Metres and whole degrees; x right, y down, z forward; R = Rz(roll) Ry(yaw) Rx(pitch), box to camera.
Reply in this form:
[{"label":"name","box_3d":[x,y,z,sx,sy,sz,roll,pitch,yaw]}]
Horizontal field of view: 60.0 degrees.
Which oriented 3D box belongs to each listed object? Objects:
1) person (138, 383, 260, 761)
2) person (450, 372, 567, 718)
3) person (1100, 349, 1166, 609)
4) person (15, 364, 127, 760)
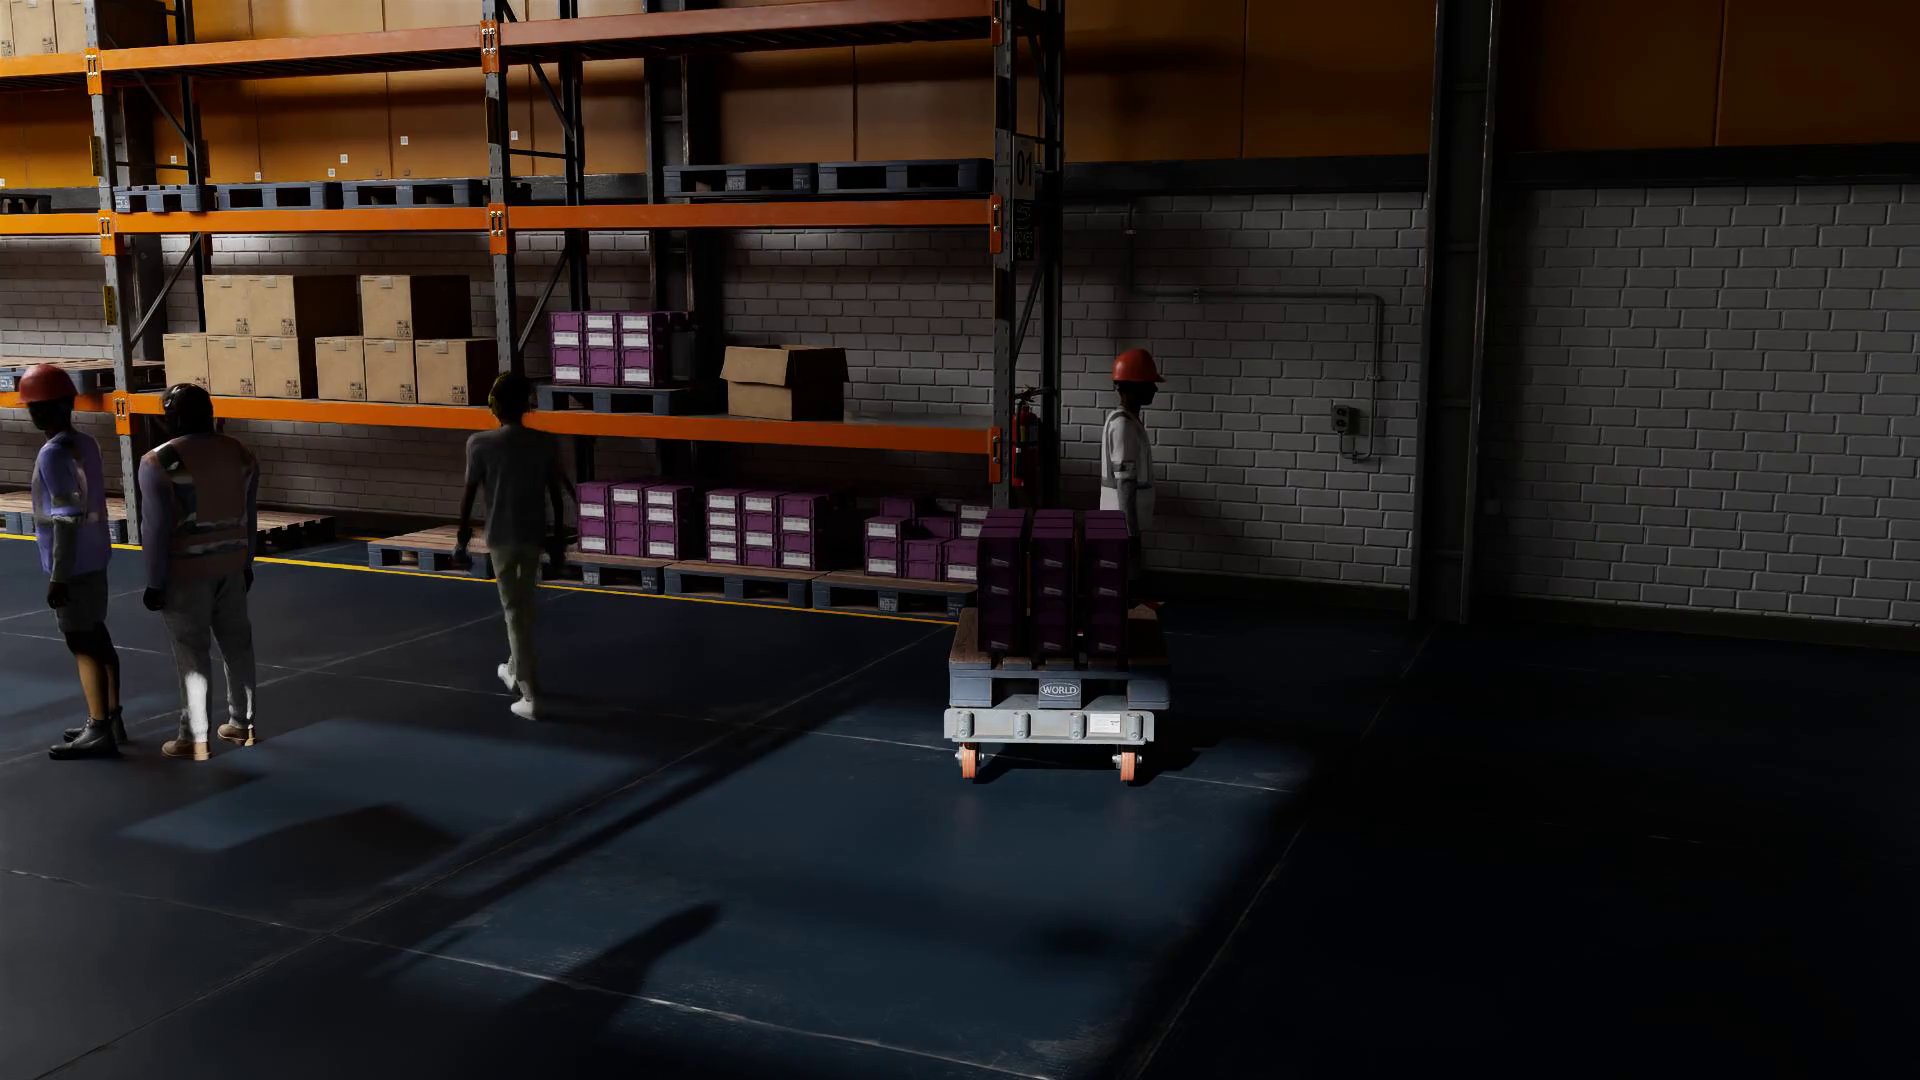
[{"label":"person","box_3d":[-3.731,0.153,8.154,0.429,1.844,0.627,5,11,27]},{"label":"person","box_3d":[-2.472,0.010,9.059,0.537,1.831,0.942,-7,12,-36]},{"label":"person","box_3d":[0.977,-0.115,9.473,0.361,1.938,0.545,1,9,3]},{"label":"person","box_3d":[-4.366,0.108,8.144,0.375,1.932,0.549,-2,10,-12]}]
